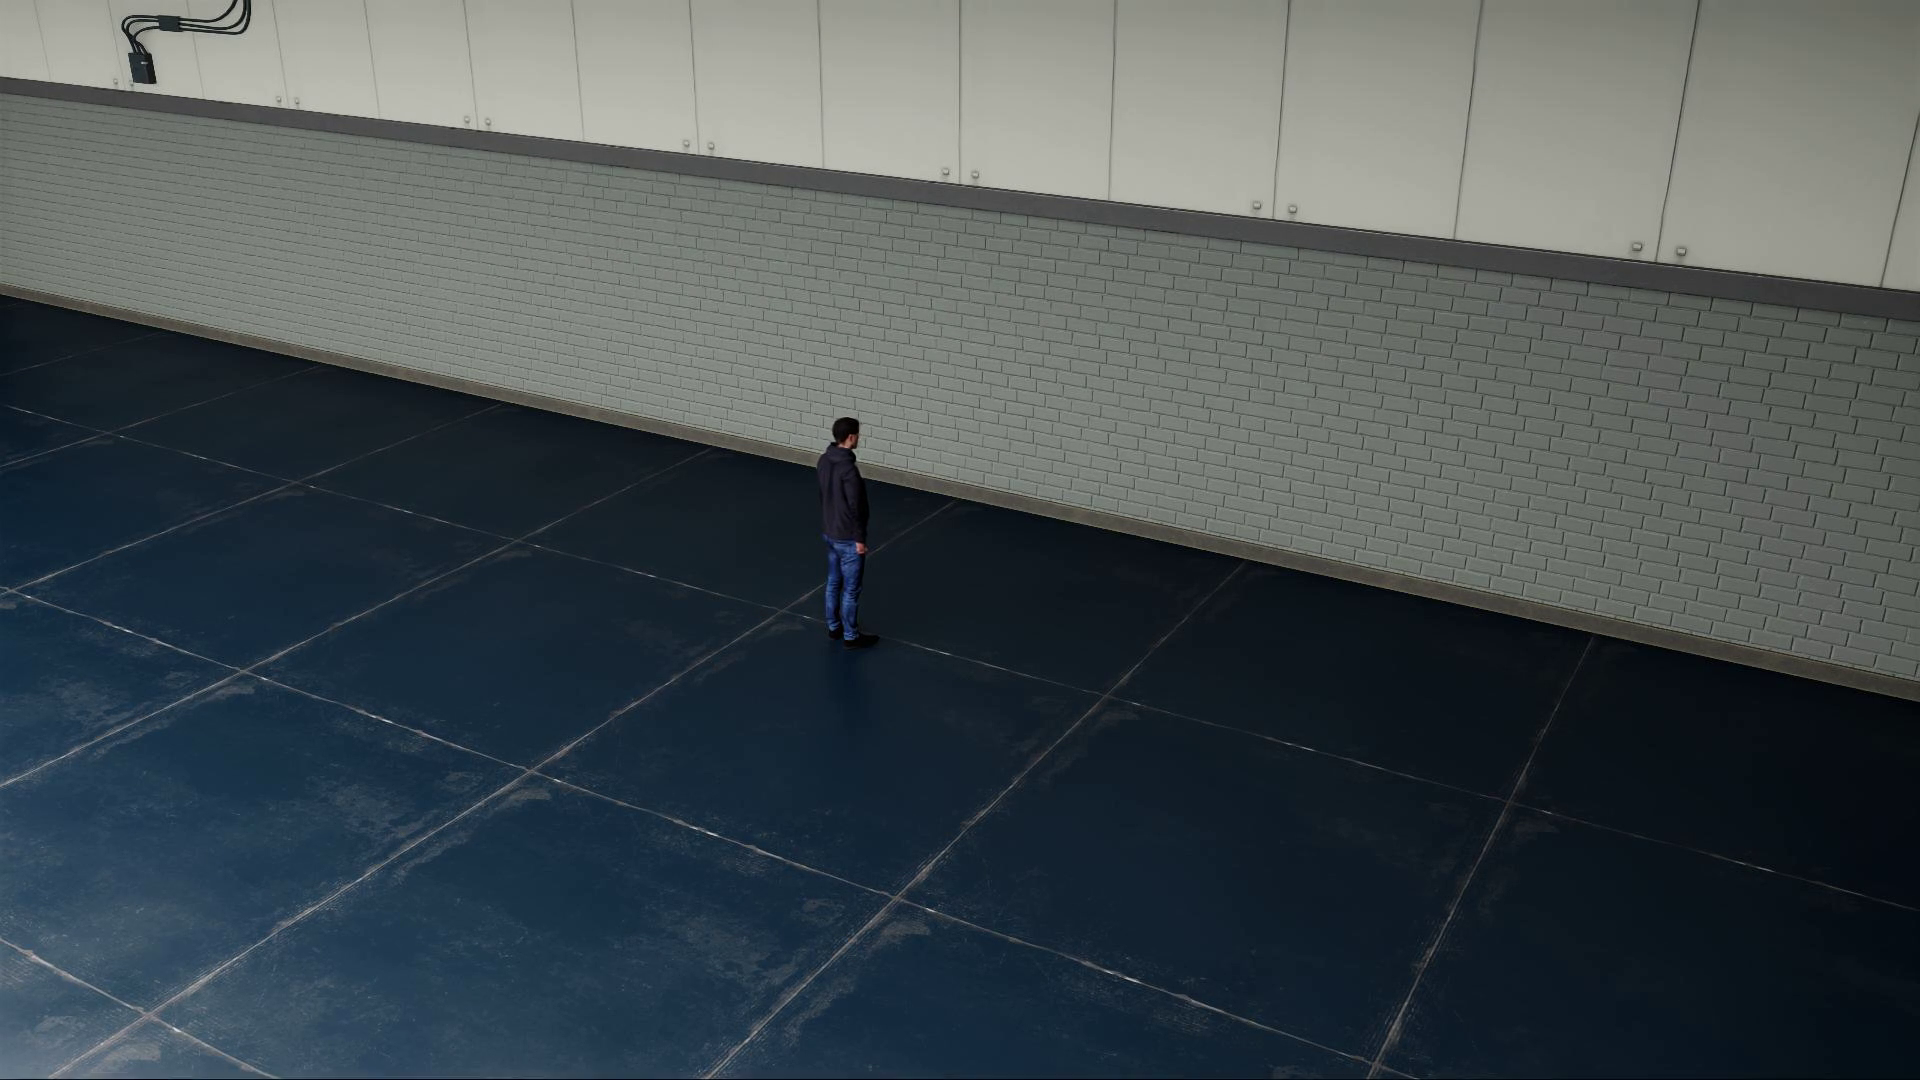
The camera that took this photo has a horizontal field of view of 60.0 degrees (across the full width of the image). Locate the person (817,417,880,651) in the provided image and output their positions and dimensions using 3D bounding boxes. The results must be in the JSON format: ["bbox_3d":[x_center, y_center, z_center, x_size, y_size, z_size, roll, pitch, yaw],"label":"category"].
[{"bbox_3d":[-0.918,-0.057,13.074,0.724,1.891,0.753,-16,28,-32],"label":"person"}]
